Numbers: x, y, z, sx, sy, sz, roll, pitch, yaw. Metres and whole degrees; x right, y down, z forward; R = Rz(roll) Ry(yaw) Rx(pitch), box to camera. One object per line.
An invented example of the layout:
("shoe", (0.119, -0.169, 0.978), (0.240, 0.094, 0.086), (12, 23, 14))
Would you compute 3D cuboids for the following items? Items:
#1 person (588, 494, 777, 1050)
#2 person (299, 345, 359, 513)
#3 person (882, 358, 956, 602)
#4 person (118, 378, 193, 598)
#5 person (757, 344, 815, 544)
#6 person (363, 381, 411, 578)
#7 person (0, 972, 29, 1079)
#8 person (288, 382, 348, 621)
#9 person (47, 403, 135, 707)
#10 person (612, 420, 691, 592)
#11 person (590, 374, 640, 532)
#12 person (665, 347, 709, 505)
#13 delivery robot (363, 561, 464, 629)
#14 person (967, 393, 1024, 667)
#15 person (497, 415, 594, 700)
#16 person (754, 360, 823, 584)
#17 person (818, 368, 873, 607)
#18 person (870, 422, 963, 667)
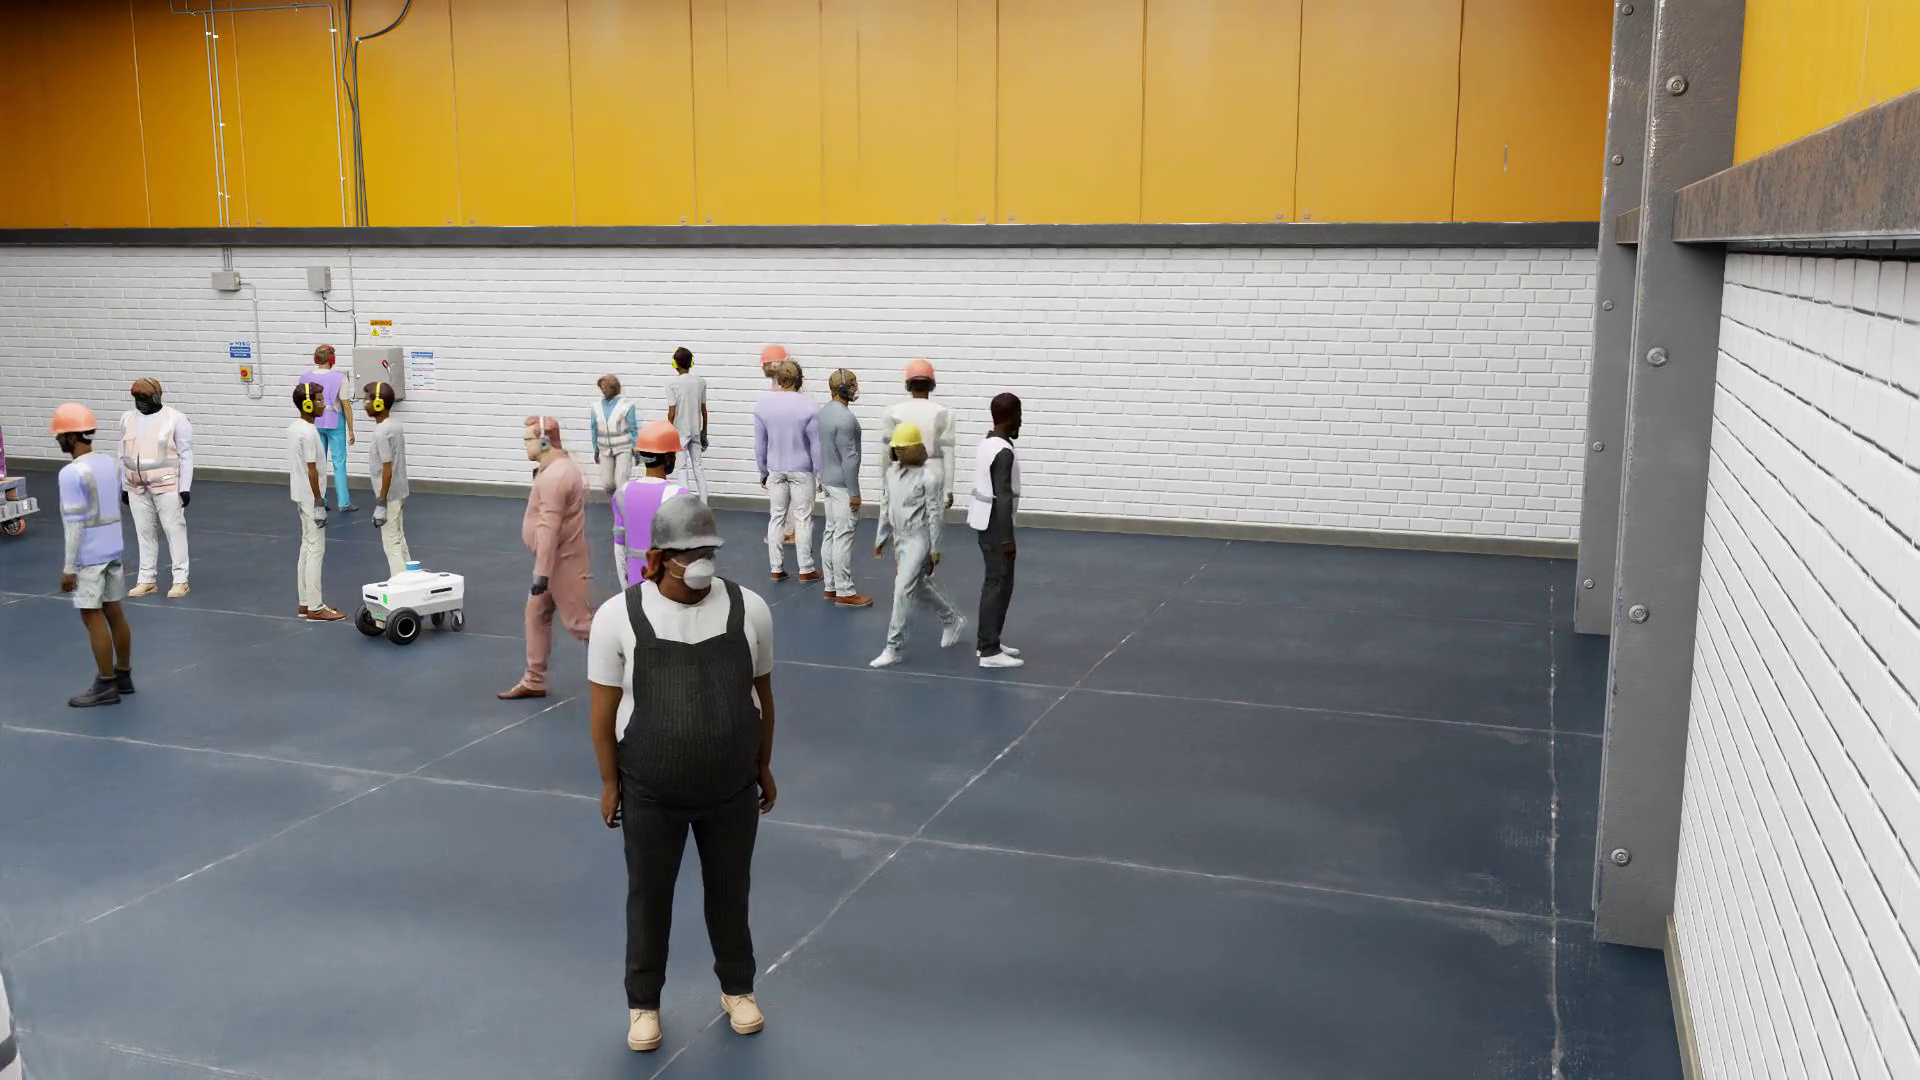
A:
("person", (-0.981, 0.843, 6.073), (0.688, 2.000, 0.539), (-4, 11, -20))
("person", (-6.904, -1.204, 18.156), (0.572, 1.841, 0.373), (1, 10, 6))
("person", (-0.344, -0.476, 13.603), (0.614, 2.015, 0.873), (1, 10, 4))
("person", (-6.694, -0.432, 13.832), (0.621, 1.838, 0.429), (1, 10, 5))
("person", (-1.737, -0.912, 16.134), (0.446, 1.974, 0.654), (0, 10, -2))
("person", (-4.499, -0.310, 13.046), (0.328, 1.873, 0.519), (-1, 10, -6))
("person", (-2.293, 1.367, 3.607), (0.643, 1.861, 0.598), (-6, 12, -30))
("person", (-5.050, -0.300, 12.994), (0.312, 1.869, 0.537), (-7, 12, -33))
("person", (-5.556, 0.088, 10.622), (0.370, 1.937, 0.550), (0, 10, 1))
("person", (-1.707, 0.279, 9.541), (0.551, 1.937, 0.357), (5, 11, 25))
("person", (-3.511, -0.916, 17.150), (0.531, 1.622, 0.529), (3, 10, 16))
("person", (-2.868, -1.083, 17.413), (0.526, 1.865, 0.314), (-9, 13, -41))
("delivery robot", (-4.086, 0.404, 12.466), (0.477, 0.478, 0.707), (8, 13, 40))
("person", (0.252, -0.075, 11.628), (0.395, 1.908, 0.600), (-2, 10, -9))
("person", (-2.492, 0.123, 10.629), (0.905, 1.869, 0.632), (-3, 10, -14))
("person", (-1.459, -0.583, 14.390), (0.635, 1.938, 0.360), (3, 10, 16))
("person", (-0.950, -0.425, 13.502), (0.372, 1.940, 0.632), (-4, 11, -22))
("person", (-0.296, -0.002, 11.780), (0.872, 1.704, 0.502), (-8, 13, -40))
